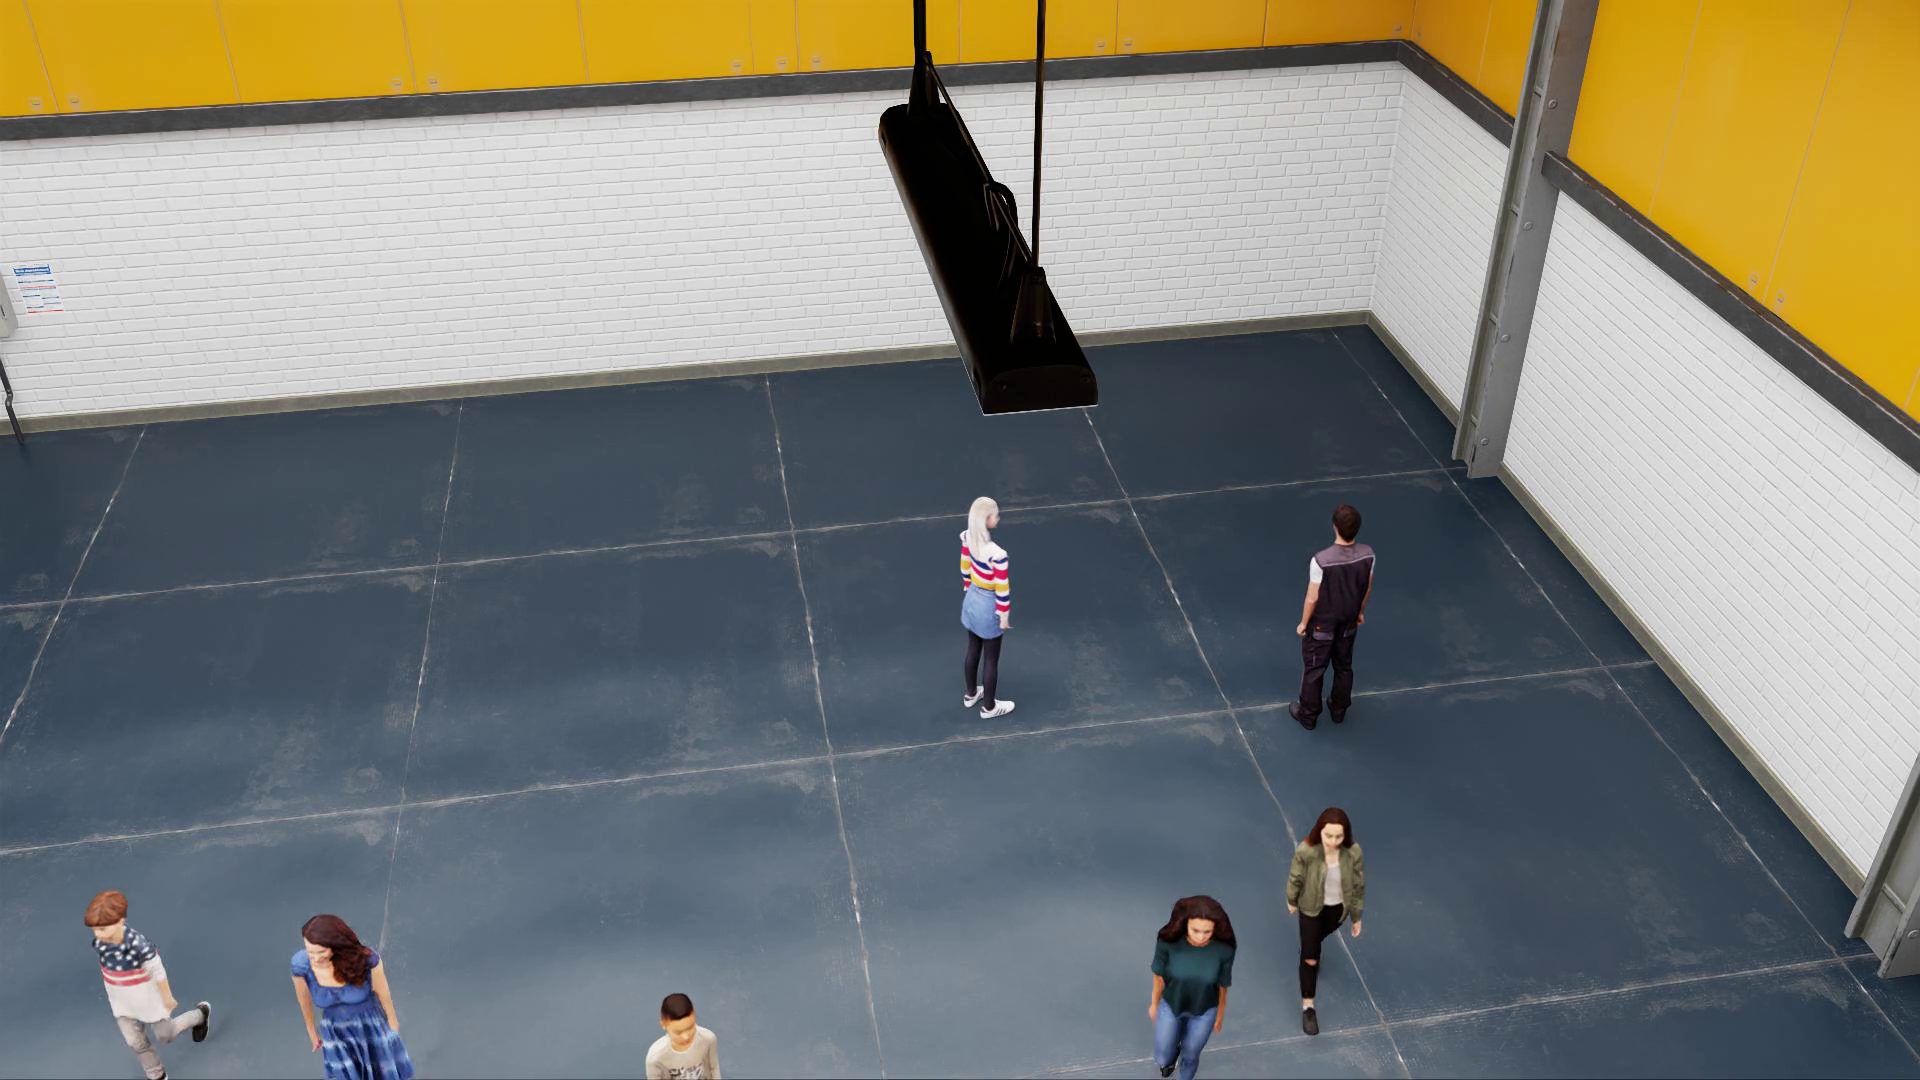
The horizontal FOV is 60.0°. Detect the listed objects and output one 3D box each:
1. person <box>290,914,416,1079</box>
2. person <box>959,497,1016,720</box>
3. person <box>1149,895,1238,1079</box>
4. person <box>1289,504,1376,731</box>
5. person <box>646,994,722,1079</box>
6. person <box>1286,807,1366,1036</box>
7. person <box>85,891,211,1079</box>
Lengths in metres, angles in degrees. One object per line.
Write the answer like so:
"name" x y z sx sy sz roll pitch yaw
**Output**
"person" -3.174 2.578 8.830 0.681 1.794 0.729 -3 34 -4
"person" 0.171 0.482 11.972 0.781 1.807 0.628 -22 39 -29
"person" 1.254 2.496 9.120 0.709 1.611 0.781 6 34 8
"person" 2.660 0.553 11.828 0.658 1.849 0.574 -8 34 -12
"person" -1.417 2.903 8.640 0.611 1.464 0.614 -19 38 -26
"person" 2.150 2.121 9.840 0.679 1.438 1.016 0 34 0
"person" -4.562 2.490 9.298 0.701 1.424 0.890 7 34 10
